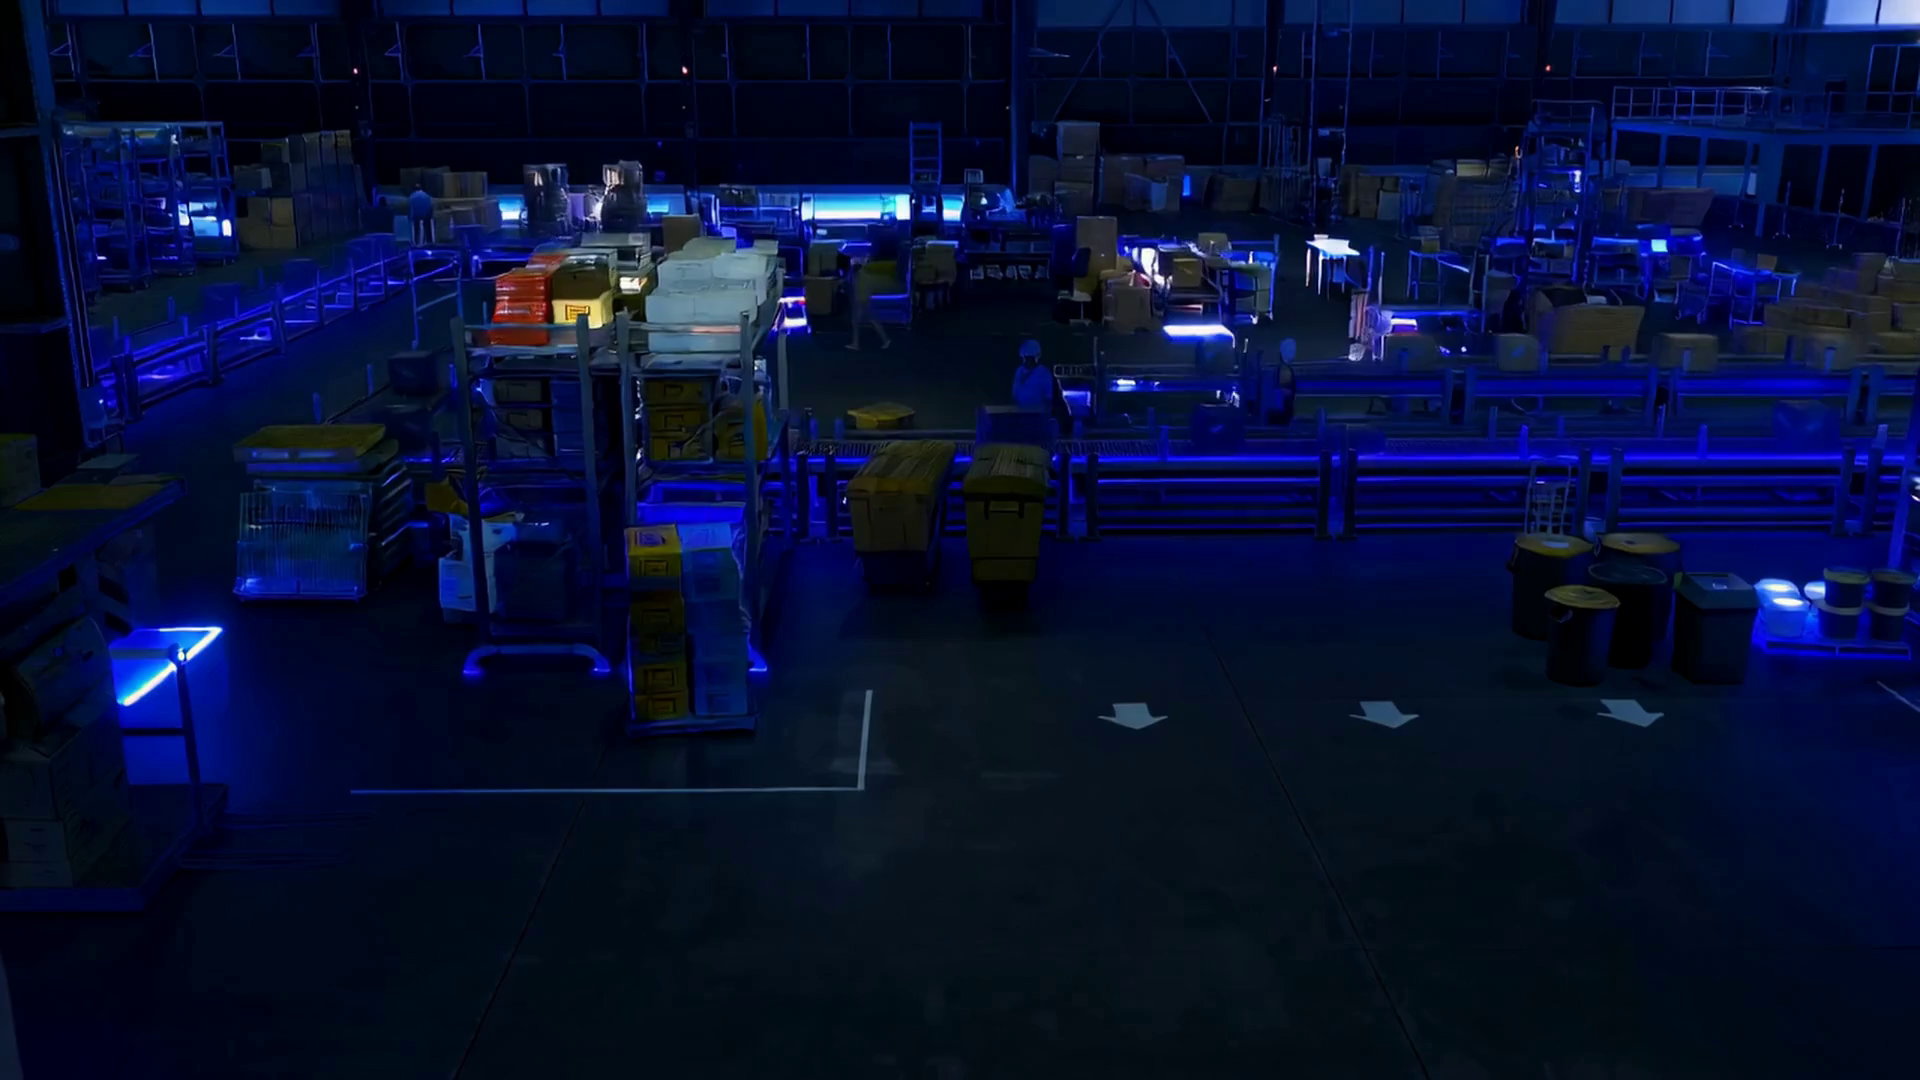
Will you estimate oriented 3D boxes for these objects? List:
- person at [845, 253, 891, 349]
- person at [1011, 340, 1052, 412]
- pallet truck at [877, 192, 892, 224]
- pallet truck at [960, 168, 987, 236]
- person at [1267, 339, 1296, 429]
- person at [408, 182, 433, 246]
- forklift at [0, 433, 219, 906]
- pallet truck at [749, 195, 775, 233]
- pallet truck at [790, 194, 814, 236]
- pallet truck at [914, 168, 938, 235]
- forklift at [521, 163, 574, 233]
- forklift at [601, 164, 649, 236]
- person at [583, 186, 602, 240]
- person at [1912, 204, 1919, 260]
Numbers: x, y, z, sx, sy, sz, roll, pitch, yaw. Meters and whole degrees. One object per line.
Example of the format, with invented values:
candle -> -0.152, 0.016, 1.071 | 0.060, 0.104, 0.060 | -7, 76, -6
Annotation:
person -> -1.680, -4.311, 30.093 | 0.765, 1.739, 0.518 | 6, 17, 20
person -> 0.836, -1.521, 20.222 | 0.591, 1.837, 0.403 | 15, 22, 42
pallet truck -> -2.277, -9.986, 50.594 | 0.653, 1.274, 1.630 | 0, 16, -1
pallet truck -> 0.383, -10.230, 50.206 | 0.823, 1.965, 1.885 | -1, 16, -3
person -> 4.053, -1.748, 21.296 | 0.709, 1.674, 0.543 | 1, 16, 5
person -> -14.829, -8.887, 45.725 | 0.655, 1.897, 0.534 | -10, 19, -32
forklift -> -5.952, 0.780, 10.366 | 1.873, 2.768, 1.129 | 0, 16, -1
pallet truck -> -6.051, -9.967, 50.660 | 0.680, 1.201, 1.601 | 0, 16, -1
pallet truck -> -4.814, -9.883, 50.259 | 0.704, 1.261, 1.522 | -1, 16, -3
pallet truck -> -0.989, -10.316, 50.507 | 0.823, 1.965, 1.885 | 1, 16, 3
forklift -> -12.233, -10.122, 49.298 | 1.157, 1.987, 2.680 | 0, 16, -1
forklift -> -9.948, -10.127, 49.296 | 1.157, 1.987, 2.680 | -1, 16, -3
person -> -9.920, -8.656, 45.026 | 0.591, 1.834, 0.404 | 12, 20, 36
person -> 23.938, -7.656, 41.195 | 0.605, 2.034, 0.397 | 12, 20, 35
